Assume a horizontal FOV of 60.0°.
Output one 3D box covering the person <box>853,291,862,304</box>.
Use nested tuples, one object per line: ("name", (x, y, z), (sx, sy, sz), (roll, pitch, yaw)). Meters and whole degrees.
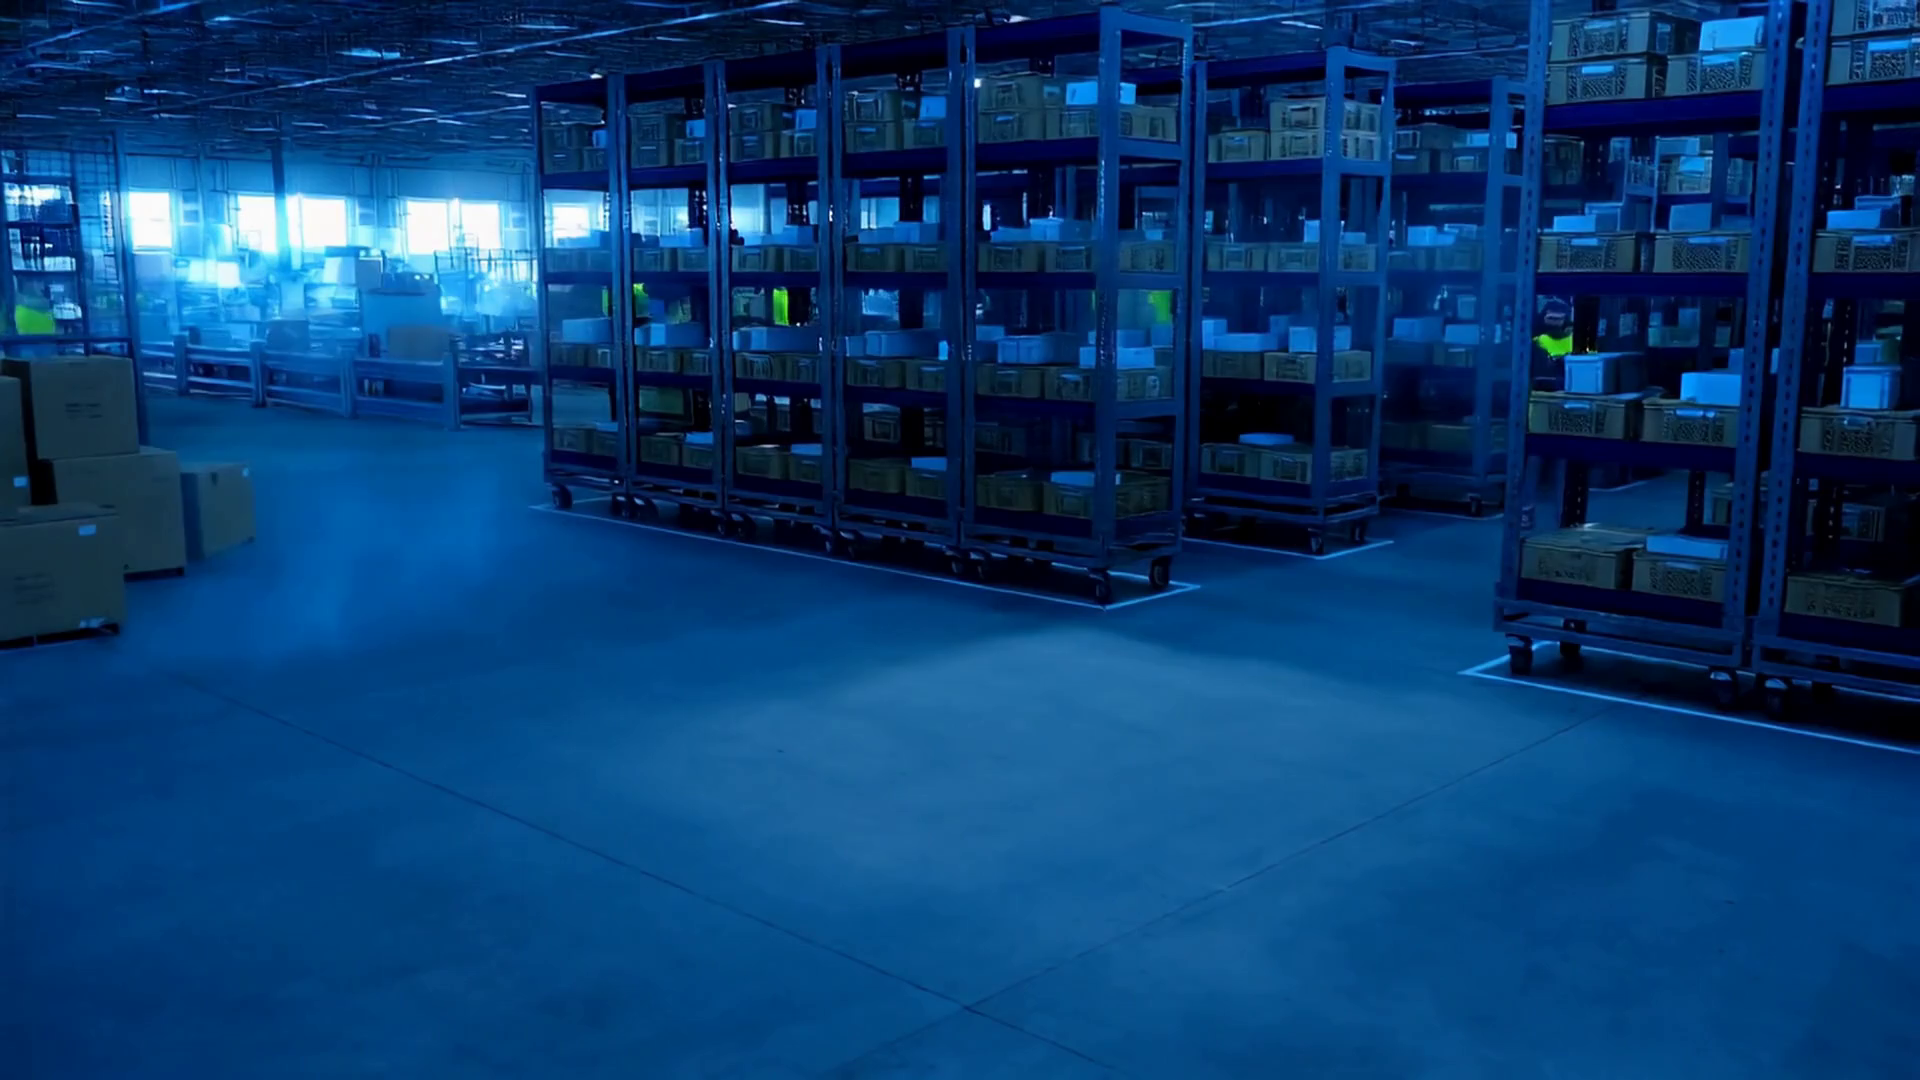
("person", (-4.136, -9.851, 68.025), (0.545, 1.683, 0.335), (-5, 10, -26))

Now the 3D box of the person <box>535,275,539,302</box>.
("person", (-16.946, -9.750, 66.933), (0.526, 1.840, 0.887), (-2, 10, -14))

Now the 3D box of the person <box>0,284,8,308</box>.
("person", (-34.709, -8.631, 60.028), (0.569, 1.848, 0.409), (-5, 11, -28))

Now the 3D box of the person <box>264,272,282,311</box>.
("person", (-22.099, -7.616, 53.437), (0.613, 1.963, 0.361), (2, 9, 11))

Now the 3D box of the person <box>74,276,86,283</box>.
("person", (-45.086, -12.831, 85.319), (0.394, 1.994, 0.612), (5, 10, 26))

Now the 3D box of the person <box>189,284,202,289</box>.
("person", (-26.509, -8.286, 57.759), (0.590, 1.904, 0.468), (6, 11, 31))

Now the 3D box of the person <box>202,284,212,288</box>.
("person", (-36.991, -12.183, 81.639), (0.544, 1.914, 0.894), (0, 9, 1))

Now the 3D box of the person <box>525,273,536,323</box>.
("person", (-15.608, -8.775, 60.676), (0.578, 1.922, 0.404), (7, 12, 37))

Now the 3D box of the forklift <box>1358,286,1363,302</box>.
("forklift", (11.100, -7.017, 46.970), (1.873, 2.768, 1.129), (9, 13, 43))

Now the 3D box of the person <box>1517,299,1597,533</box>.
("person", (4.663, -0.964, 13.034), (0.564, 1.841, 0.395), (4, 10, 23))

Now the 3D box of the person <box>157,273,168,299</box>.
("person", (-39.002, -12.110, 81.277), (0.998, 1.866, 0.610), (-1, 9, -6))

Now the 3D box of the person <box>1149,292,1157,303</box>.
("person", (5.727, -6.857, 49.603), (0.322, 1.697, 0.535), (-1, 9, -6))

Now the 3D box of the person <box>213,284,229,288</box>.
("person", (-26.503, -8.633, 59.760), (0.551, 1.937, 0.357), (-3, 10, -16))

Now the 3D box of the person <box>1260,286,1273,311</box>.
("person", (4.829, -3.214, 26.647), (0.993, 1.891, 0.620), (1, 9, 8))

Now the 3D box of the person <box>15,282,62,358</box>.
("person", (-12.188, -2.472, 22.112), (0.430, 1.891, 0.682), (1, 9, 9))

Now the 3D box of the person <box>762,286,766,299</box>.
("person", (-5.695, -6.758, 49.184), (0.275, 1.636, 0.507), (-5, 10, -27))

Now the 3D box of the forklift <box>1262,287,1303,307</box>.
("forklift", (10.769, -8.203, 54.240), (1.129, 2.768, 1.873), (8, 12, 42))
